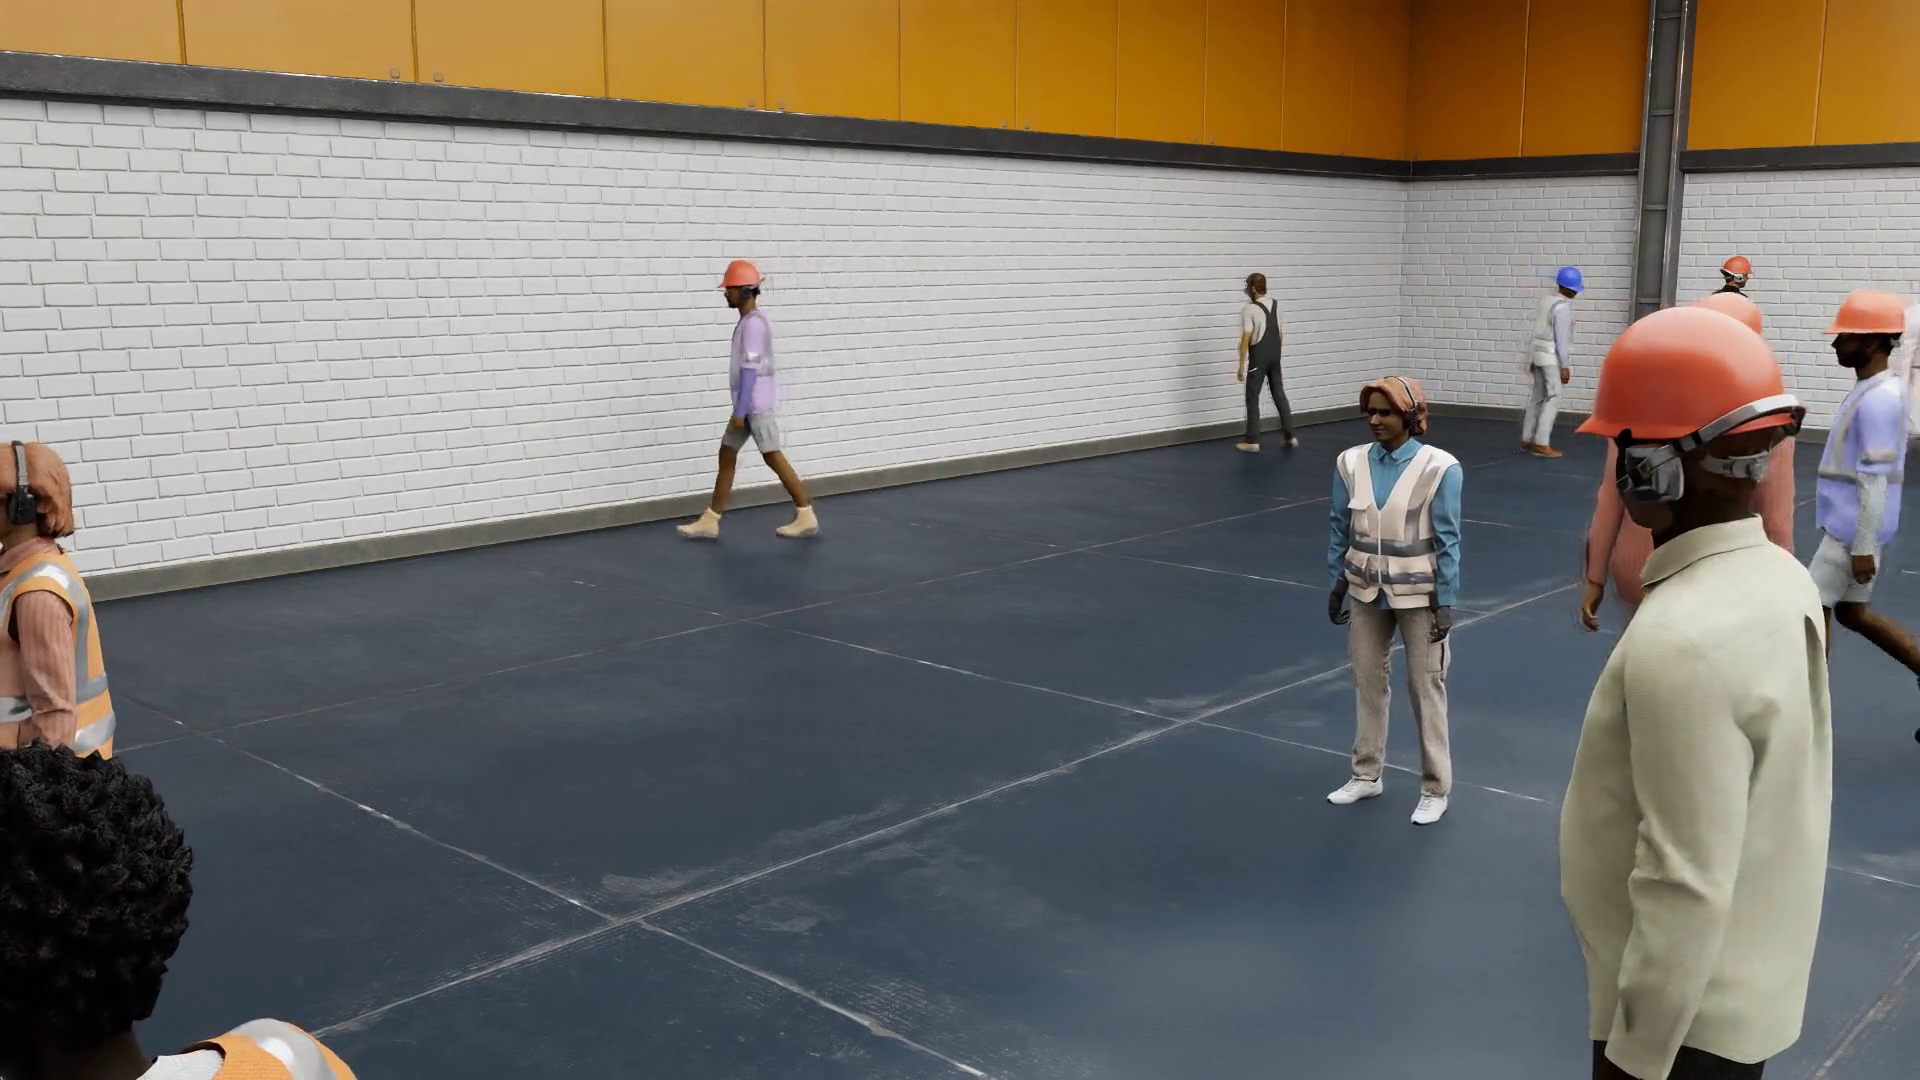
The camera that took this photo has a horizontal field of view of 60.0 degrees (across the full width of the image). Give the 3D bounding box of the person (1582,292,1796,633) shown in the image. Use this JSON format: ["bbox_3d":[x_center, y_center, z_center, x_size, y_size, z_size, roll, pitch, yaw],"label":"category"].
[{"bbox_3d":[2.447,0.141,5.627,1.004,1.935,0.634,-9,13,-40],"label":"person"}]

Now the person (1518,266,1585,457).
[{"bbox_3d":[5.905,-1.783,16.651,0.472,1.896,0.764,0,10,2],"label":"person"}]

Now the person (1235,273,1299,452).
[{"bbox_3d":[3.147,-1.803,16.971,0.702,1.821,0.522,-6,11,-29],"label":"person"}]

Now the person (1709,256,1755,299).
[{"bbox_3d":[7.800,-1.874,16.883,0.395,1.992,0.622,-2,10,-11],"label":"person"}]

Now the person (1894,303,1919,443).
[{"bbox_3d":[8.311,-1.371,14.337,0.657,1.890,0.644,-3,10,-15],"label":"person"}]

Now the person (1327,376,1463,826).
[{"bbox_3d":[1.576,0.216,6.043,0.526,1.626,0.328,9,14,43],"label":"person"}]

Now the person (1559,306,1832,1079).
[{"bbox_3d":[1.051,0.658,2.470,0.391,1.990,0.619,7,12,35],"label":"person"}]

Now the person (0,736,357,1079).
[{"bbox_3d":[-0.687,0.996,1.409,0.317,1.693,0.534,3,11,18],"label":"person"}]

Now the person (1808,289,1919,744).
[{"bbox_3d":[3.744,-0.066,6.823,0.830,1.916,0.554,6,11,30],"label":"person"}]

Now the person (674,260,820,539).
[{"bbox_3d":[-1.485,-0.980,11.818,1.042,1.992,0.627,-2,10,-12],"label":"person"}]

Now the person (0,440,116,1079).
[{"bbox_3d":[-2.162,0.575,3.939,0.307,1.643,0.514,-7,12,-33],"label":"person"}]
